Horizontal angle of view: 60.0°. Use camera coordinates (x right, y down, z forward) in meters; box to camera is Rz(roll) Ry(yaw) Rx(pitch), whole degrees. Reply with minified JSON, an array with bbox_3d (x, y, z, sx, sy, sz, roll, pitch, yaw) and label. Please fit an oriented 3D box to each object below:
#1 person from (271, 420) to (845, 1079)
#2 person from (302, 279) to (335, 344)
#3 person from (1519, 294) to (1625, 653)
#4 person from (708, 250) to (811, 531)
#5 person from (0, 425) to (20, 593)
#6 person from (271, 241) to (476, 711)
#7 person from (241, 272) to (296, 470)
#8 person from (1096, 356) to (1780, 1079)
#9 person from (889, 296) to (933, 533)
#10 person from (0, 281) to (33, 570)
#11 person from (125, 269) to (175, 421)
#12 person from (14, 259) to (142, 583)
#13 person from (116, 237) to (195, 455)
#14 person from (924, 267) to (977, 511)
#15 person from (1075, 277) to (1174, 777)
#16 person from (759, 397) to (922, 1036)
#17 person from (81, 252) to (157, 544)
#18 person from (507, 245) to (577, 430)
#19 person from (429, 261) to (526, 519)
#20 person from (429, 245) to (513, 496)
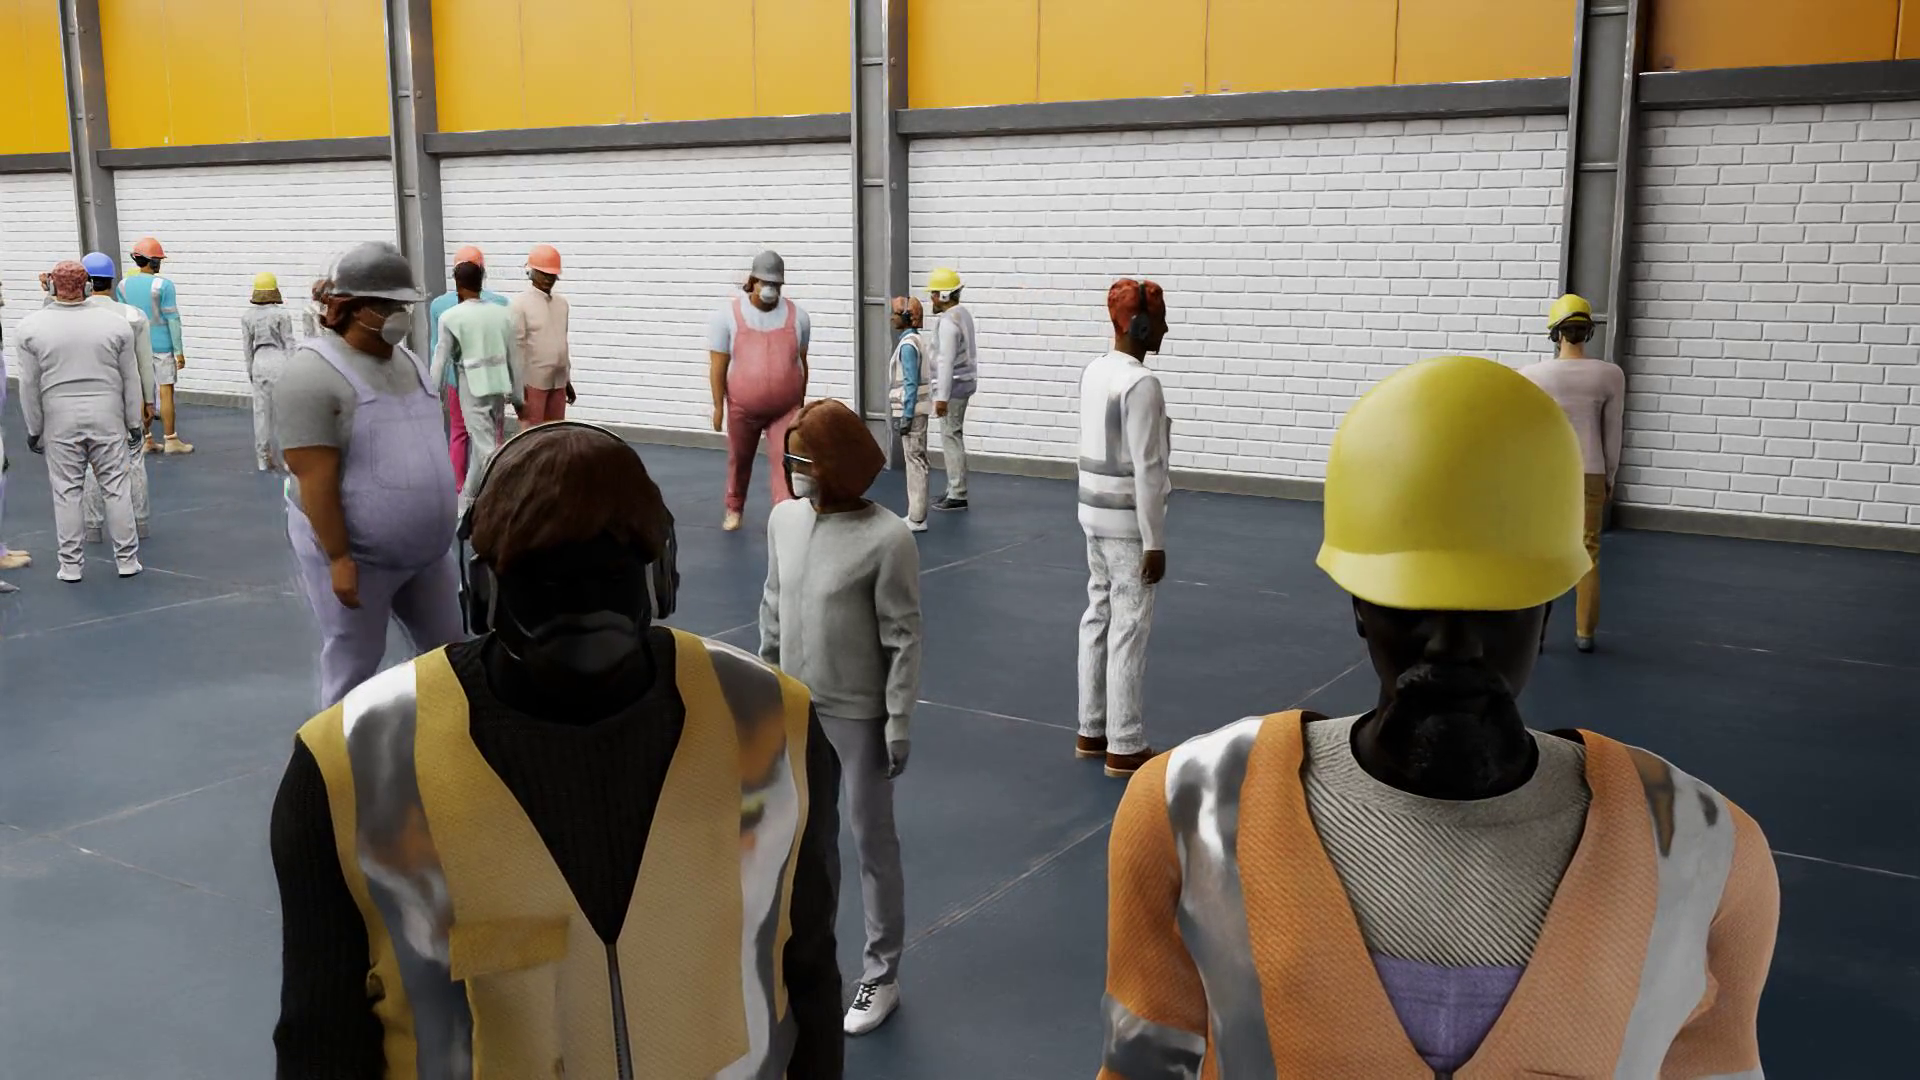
[{"bbox_3d":[-0.412,0.781,1.859,0.634,1.839,0.429,-5,11,-24],"label":"person"},{"bbox_3d":[-6.332,-1.785,16.632,0.309,1.639,0.523,5,11,24],"label":"person"},{"bbox_3d":[2.959,-0.315,8.152,0.522,1.764,0.318,0,10,3],"label":"person"},{"bbox_3d":[-1.348,-1.012,11.237,0.685,2.000,1.123,-2,10,-11],"label":"person"},{"bbox_3d":[-5.585,-0.526,9.347,0.340,1.748,0.563,2,10,12],"label":"person"},{"bbox_3d":[-1.915,-0.005,5.659,0.670,2.000,0.699,5,11,26],"label":"person"},{"bbox_3d":[-6.060,-1.484,14.671,0.484,1.746,0.287,2,10,9],"label":"person"},{"bbox_3d":[0.407,0.798,1.521,0.585,1.928,0.369,1,10,8],"label":"person"},{"bbox_3d":[-0.341,-0.865,11.534,0.314,1.642,0.515,1,10,4],"label":"person"},{"bbox_3d":[-5.975,-0.721,10.203,0.347,1.836,0.518,-8,13,-37],"label":"person"},{"bbox_3d":[-9.127,-2.195,18.721,0.551,1.697,0.773,-5,11,-25],"label":"person"},{"bbox_3d":[-5.205,-0.699,9.879,0.641,1.908,0.408,-6,12,-30],"label":"person"},{"bbox_3d":[-7.585,-1.815,15.680,0.614,2.042,0.373,2,10,12],"label":"person"},{"bbox_3d":[-0.078,-1.128,12.495,0.404,1.821,0.605,1,10,8],"label":"person"},{"bbox_3d":[0.626,-0.046,6.319,0.339,1.883,0.583,-3,11,-19],"label":"person"},{"bbox_3d":[-0.322,0.448,4.276,0.498,1.633,0.285,8,13,37],"label":"person"},{"bbox_3d":[-5.716,-0.943,11.143,0.608,1.942,0.414,-6,12,-30],"label":"person"},{"bbox_3d":[-3.036,-1.157,12.196,0.404,1.983,0.616,5,11,26],"label":"person"},{"bbox_3d":[-3.444,-1.004,11.660,0.983,1.867,0.632,7,12,34],"label":"person"},{"bbox_3d":[-3.635,-1.203,12.469,0.618,1.985,0.405,-1,10,-7],"label":"person"}]
